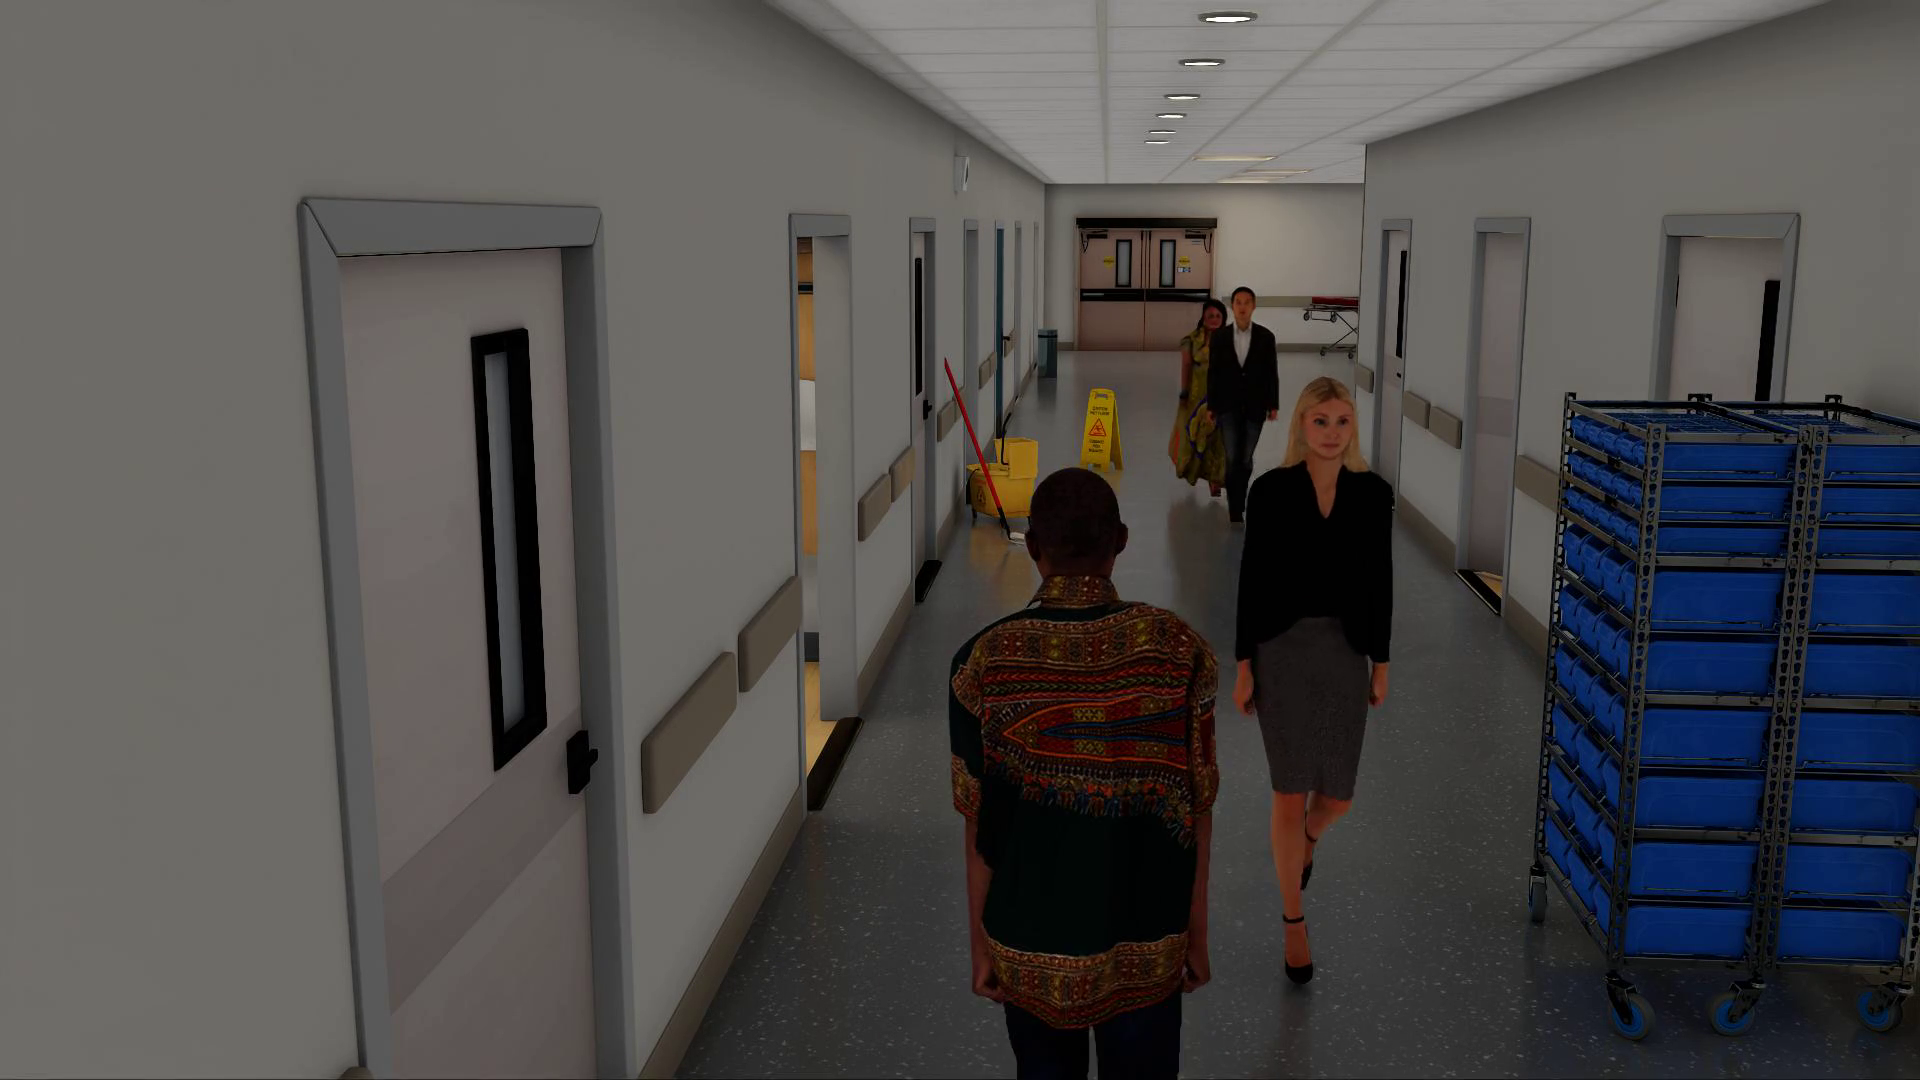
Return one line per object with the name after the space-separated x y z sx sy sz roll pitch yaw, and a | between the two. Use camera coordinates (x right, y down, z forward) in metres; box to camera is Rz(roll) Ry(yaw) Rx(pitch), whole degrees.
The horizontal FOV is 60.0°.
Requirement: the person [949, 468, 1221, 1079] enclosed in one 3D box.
0.250 0.771 3.174 0.677 1.791 0.975 1 11 5 | person

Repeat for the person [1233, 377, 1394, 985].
1.043 0.415 5.064 0.621 1.828 0.810 1 11 3 | person

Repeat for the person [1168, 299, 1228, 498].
2.083 -1.209 14.153 0.782 1.630 1.158 0 11 -2 | person

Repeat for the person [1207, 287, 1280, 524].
2.176 -1.027 12.837 0.687 1.762 1.094 1 11 6 | person
